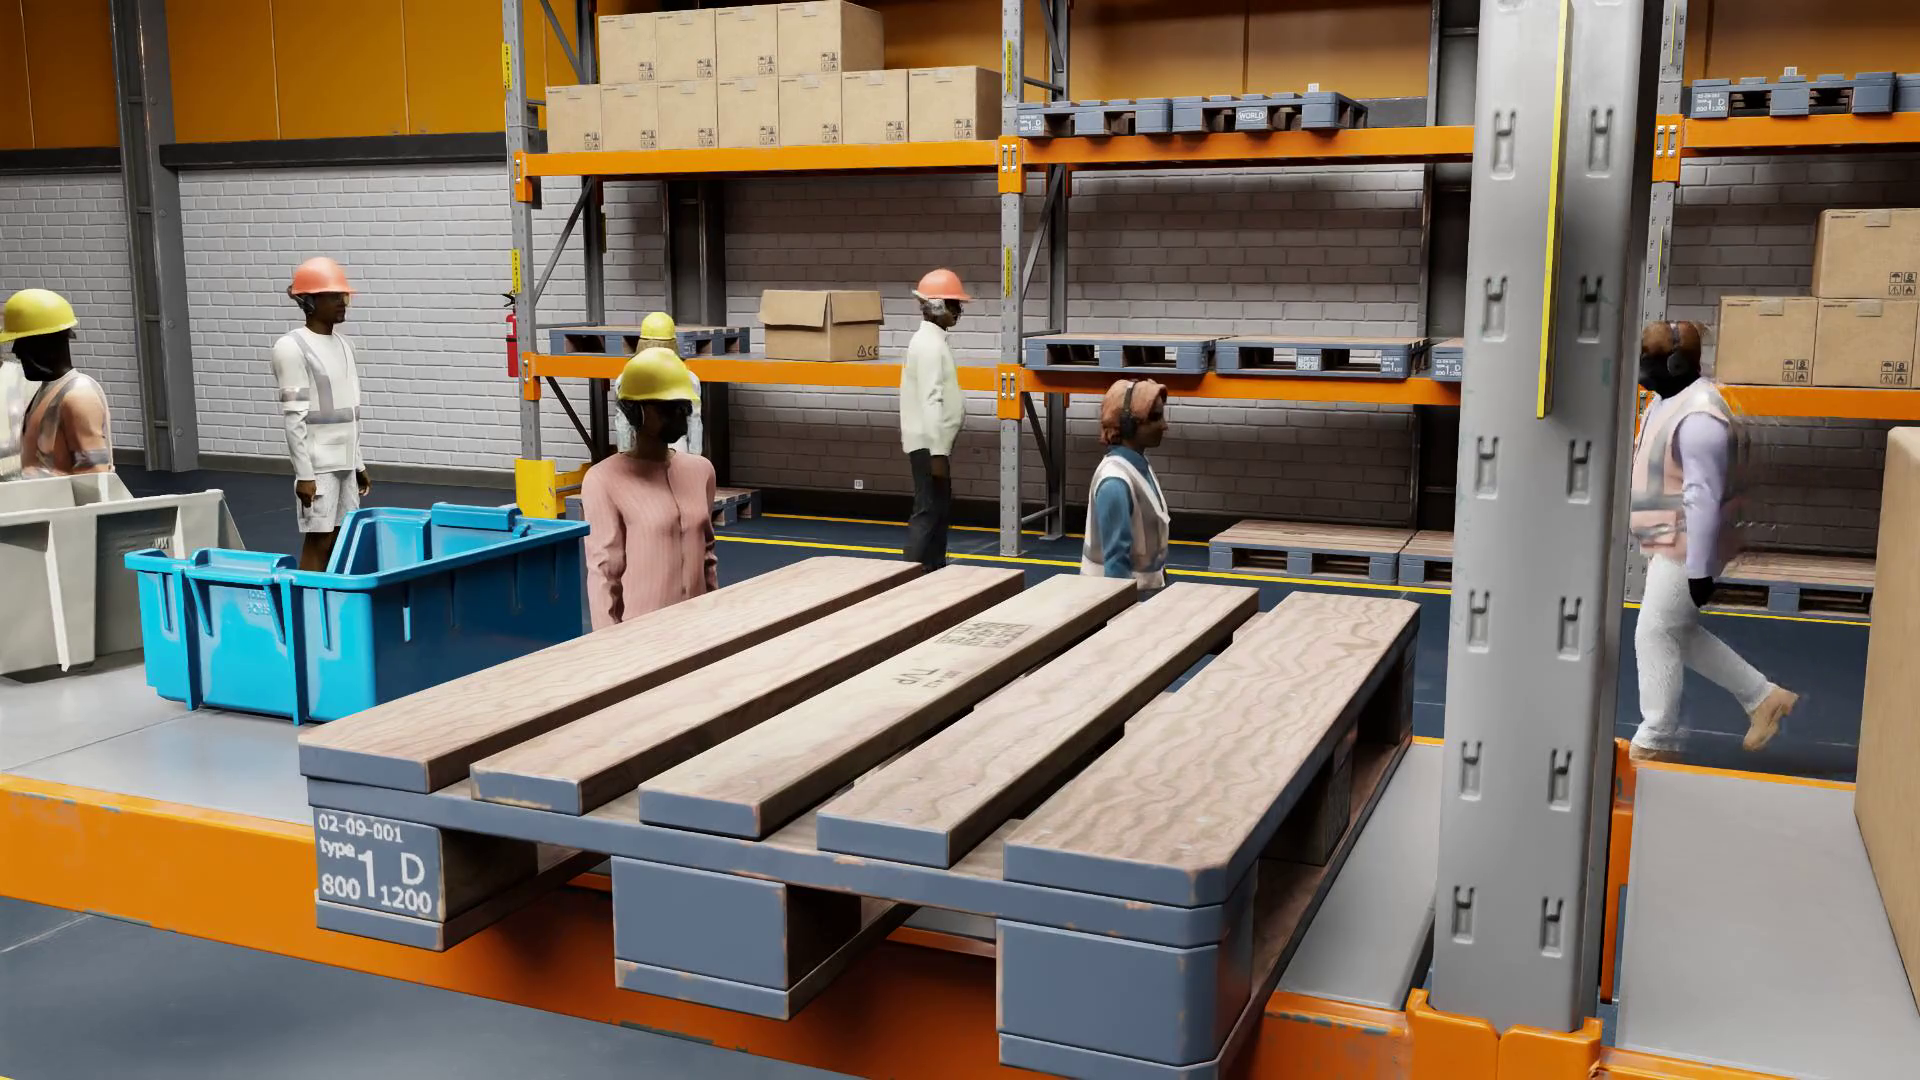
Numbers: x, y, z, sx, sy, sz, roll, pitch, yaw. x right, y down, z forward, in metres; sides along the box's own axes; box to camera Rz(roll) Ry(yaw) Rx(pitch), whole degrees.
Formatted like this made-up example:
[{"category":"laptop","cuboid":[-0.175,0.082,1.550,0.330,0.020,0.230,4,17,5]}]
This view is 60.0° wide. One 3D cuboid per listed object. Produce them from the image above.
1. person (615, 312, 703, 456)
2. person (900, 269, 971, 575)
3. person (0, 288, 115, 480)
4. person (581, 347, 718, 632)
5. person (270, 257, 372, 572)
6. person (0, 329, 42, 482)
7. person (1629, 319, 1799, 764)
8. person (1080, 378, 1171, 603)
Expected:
[{"category":"person","cuboid":[-1.700,-0.418,9.465,0.487,1.744,0.312,0,9,-1]},{"category":"person","cuboid":[-0.130,-0.533,9.485,0.465,1.982,0.639,0,9,-2]},{"category":"person","cuboid":[-3.518,-0.021,6.553,0.377,1.922,0.585,-8,12,-39]},{"category":"person","cuboid":[-0.920,0.296,5.114,0.305,1.771,0.525,7,12,34]},{"category":"person","cuboid":[-3.189,-0.397,8.430,0.365,2.048,0.607,1,10,8]},{"category":"person","cuboid":[-4.985,-0.292,8.659,0.578,1.774,0.858,-1,10,-5]},{"category":"person","cuboid":[2.951,0.036,6.549,0.667,1.813,0.656,2,10,14]},{"category":"person","cuboid":[0.554,0.274,5.636,0.312,1.637,0.521,2,10,14]}]
